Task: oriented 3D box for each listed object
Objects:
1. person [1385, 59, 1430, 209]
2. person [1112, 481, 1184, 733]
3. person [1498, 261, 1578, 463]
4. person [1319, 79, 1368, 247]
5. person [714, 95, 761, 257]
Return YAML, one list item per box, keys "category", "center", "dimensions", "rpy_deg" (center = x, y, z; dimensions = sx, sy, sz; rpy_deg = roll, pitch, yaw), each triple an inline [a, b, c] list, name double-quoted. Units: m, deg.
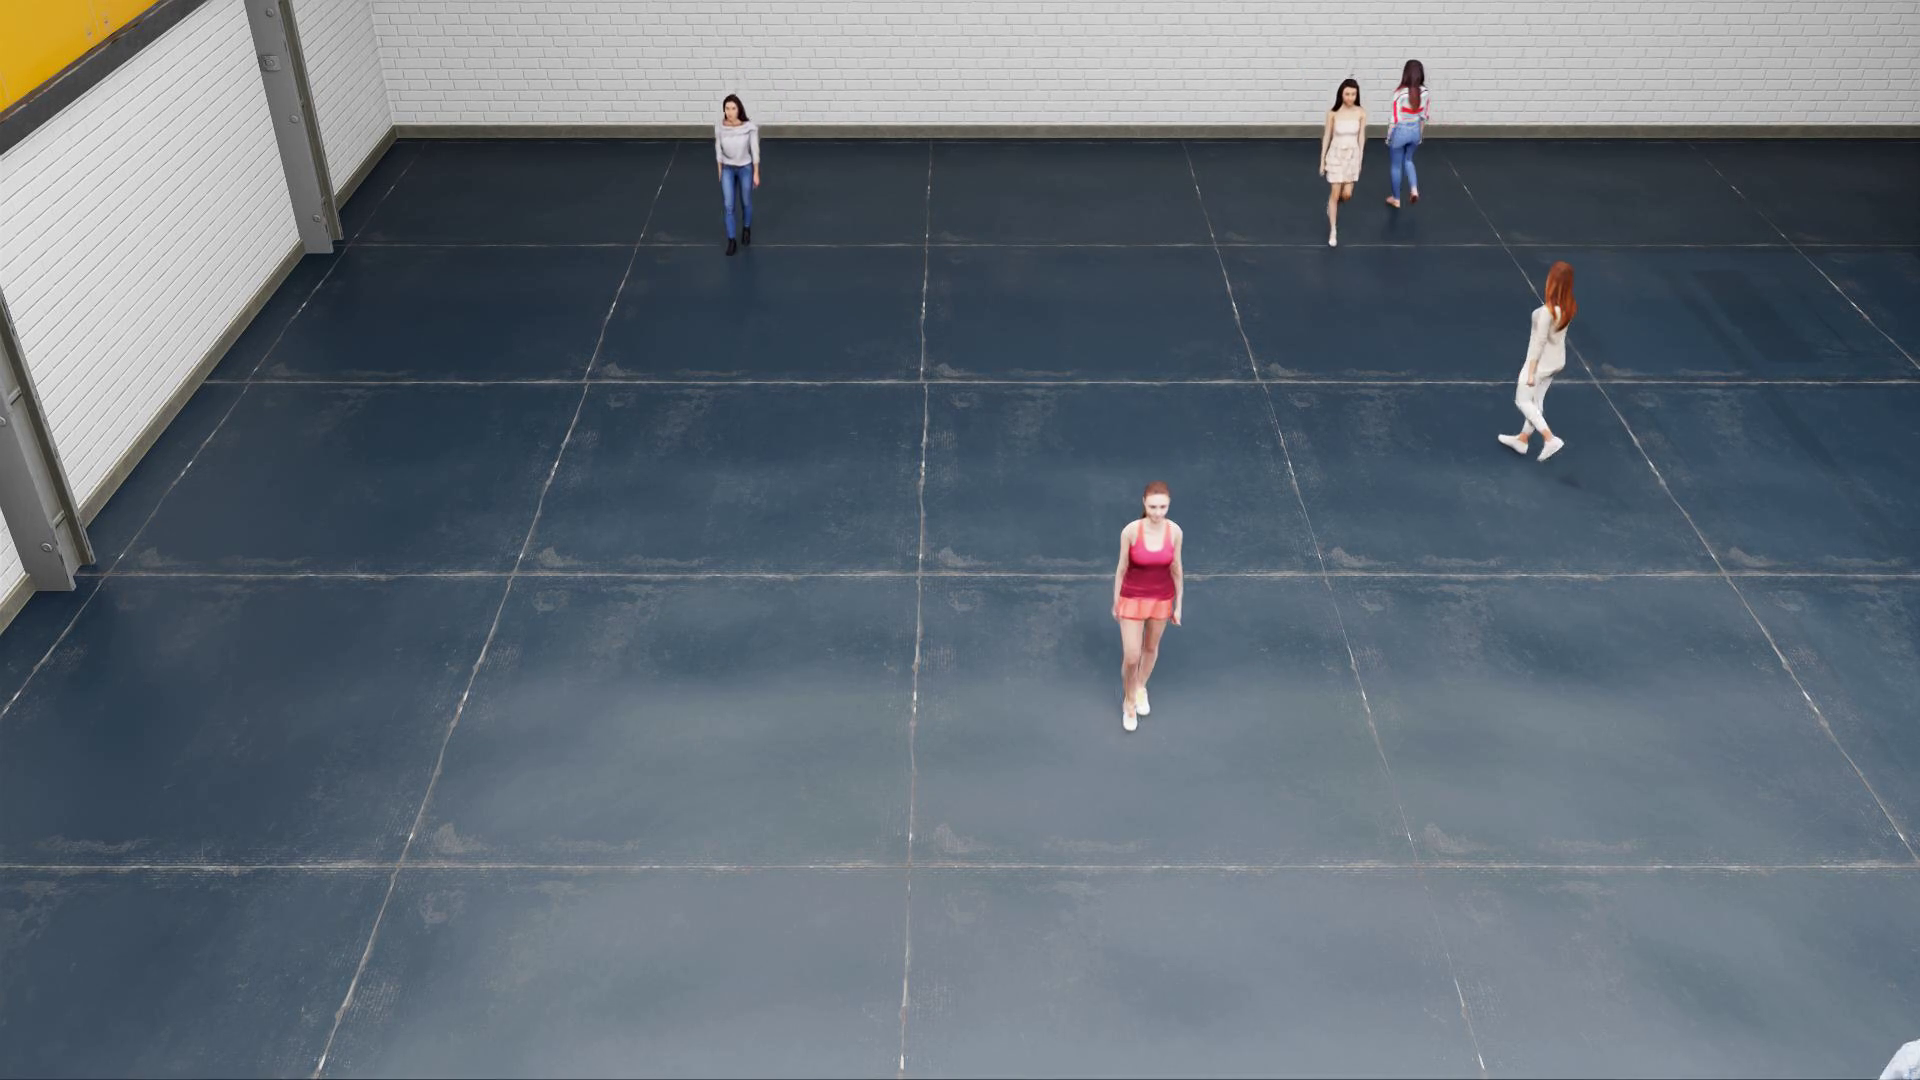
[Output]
- category: "person"
  center: [4.756, -4.260, 17.618]
  dimensions: [0.704, 1.601, 0.786]
  rpy_deg: [-10, 35, -14]
- category: "person"
  center: [1.176, 0.341, 10.567]
  dimensions: [0.603, 1.745, 0.682]
  rpy_deg: [-3, 34, -4]
- category: "person"
  center: [4.694, -1.377, 13.191]
  dimensions: [0.868, 1.701, 0.970]
  rpy_deg: [-22, 40, -30]
- category: "person"
  center: [3.873, -3.856, 16.903]
  dimensions: [0.591, 1.720, 0.740]
  rpy_deg: [2, 34, 3]
- category: "person"
  center: [-2.230, -3.735, 16.824]
  dimensions: [0.625, 1.605, 0.858]
  rpy_deg: [0, 34, 1]
